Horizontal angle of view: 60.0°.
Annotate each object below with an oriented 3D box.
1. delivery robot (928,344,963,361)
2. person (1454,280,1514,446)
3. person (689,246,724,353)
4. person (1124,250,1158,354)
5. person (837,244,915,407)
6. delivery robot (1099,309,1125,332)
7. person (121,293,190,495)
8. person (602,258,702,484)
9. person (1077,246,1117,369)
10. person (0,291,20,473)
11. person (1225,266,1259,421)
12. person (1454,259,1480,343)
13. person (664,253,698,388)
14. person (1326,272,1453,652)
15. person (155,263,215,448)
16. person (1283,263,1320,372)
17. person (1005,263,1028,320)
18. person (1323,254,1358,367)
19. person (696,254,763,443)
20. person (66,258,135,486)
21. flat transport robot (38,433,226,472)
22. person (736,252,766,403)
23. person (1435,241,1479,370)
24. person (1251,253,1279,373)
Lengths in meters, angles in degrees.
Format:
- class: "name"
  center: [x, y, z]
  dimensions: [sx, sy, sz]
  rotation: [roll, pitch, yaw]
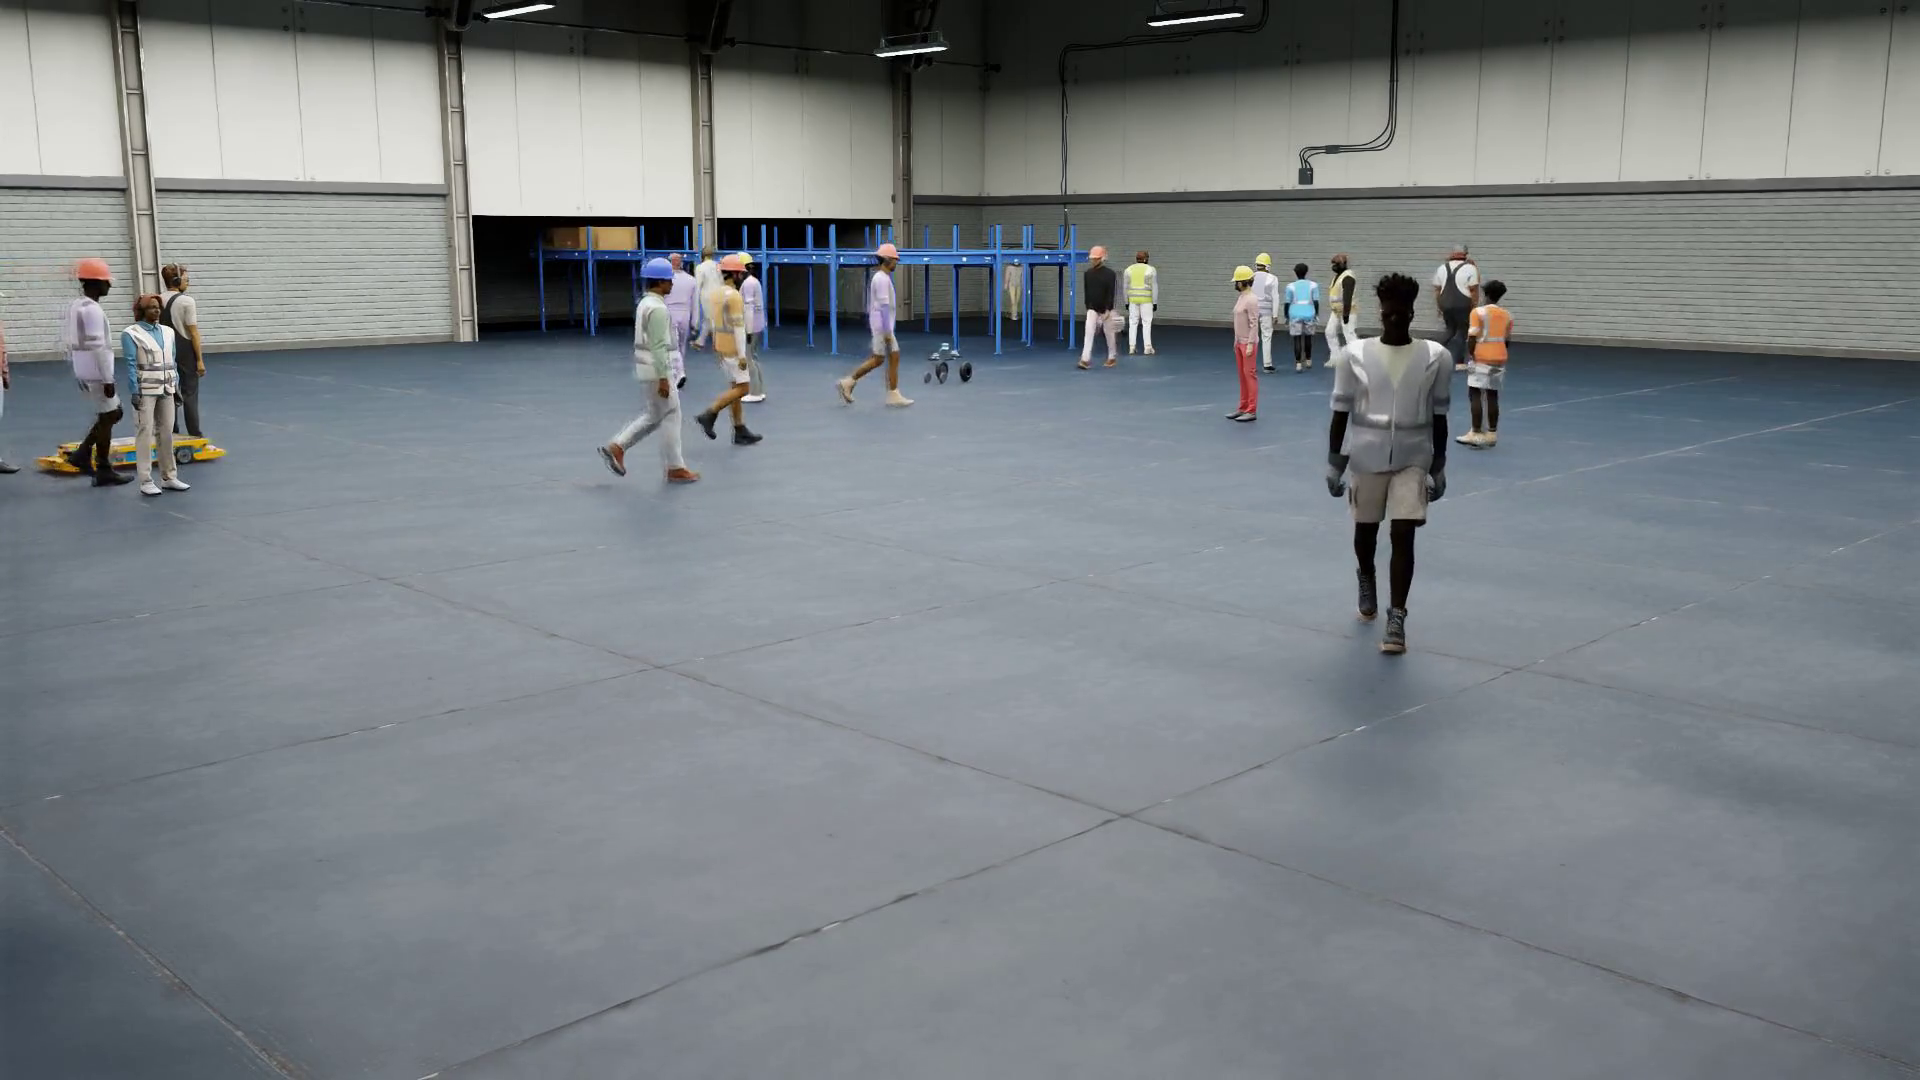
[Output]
- class: "delivery robot"
  center: [-0.209, -2.744, 24.195]
  dimensions: [0.335, 0.223, 0.698]
  rotation: [6, 12, 31]
- class: "person"
  center: [5.314, -1.787, 16.805]
  dimensions: [0.665, 1.659, 0.398]
  rotation: [-5, 11, -24]
- class: "person"
  center: [-4.651, -4.349, 30.121]
  dimensions: [0.958, 1.897, 0.661]
  rotation: [6, 12, 30]
- class: "person"
  center: [3.253, -4.263, 29.822]
  dimensions: [0.629, 1.840, 0.429]
  rotation: [5, 12, 27]
- class: "person"
  center: [-1.040, -2.644, 20.534]
  dimensions: [0.890, 2.011, 0.636]
  rotation: [0, 10, 0]
- class: "delivery robot"
  center: [3.225, -4.662, 35.362]
  dimensions: [0.477, 0.478, 0.707]
  rotation: [-4, 11, -18]
- class: "person"
  center: [-6.633, -1.203, 13.689]
  dimensions: [0.309, 1.639, 0.514]
  rotation: [4, 11, 19]
- class: "person"
  center: [-2.646, -1.440, 14.203]
  dimensions: [0.752, 1.925, 0.615]
  rotation: [-4, 11, -21]
- class: "person"
  center: [2.237, -3.704, 26.520]
  dimensions: [0.611, 1.940, 1.051]
  rotation: [7, 12, 32]
- class: "person"
  center: [-8.559, -1.436, 14.664]
  dimensions: [0.384, 1.755, 0.535]
  rotation: [0, 10, 1]
- class: "person"
  center: [3.251, -2.248, 19.052]
  dimensions: [0.329, 1.763, 0.523]
  rotation: [-1, 10, -8]
- class: "person"
  center: [9.965, -4.681, 32.645]
  dimensions: [0.513, 1.641, 0.307]
  rotation: [-5, 11, -25]
- class: "person"
  center: [-3.980, -3.080, 23.304]
  dimensions: [0.639, 1.874, 0.947]
  rotation: [-6, 12, -30]
- class: "person"
  center: [2.260, -0.447, 8.781]
  dimensions: [0.610, 1.936, 0.941]
  rotation: [3, 11, 13]
- class: "person"
  center: [-7.513, -1.732, 16.019]
  dimensions: [0.506, 1.841, 0.345]
  rotation: [3, 11, 15]
- class: "person"
  center: [5.312, -3.469, 25.946]
  dimensions: [0.553, 1.658, 0.687]
  rotation: [1, 10, 7]
- class: "person"
  center: [1.410, -6.230, 41.197]
  dimensions: [0.520, 1.588, 0.833]
  rotation: [-4, 11, -19]
- class: "person"
  center: [6.061, -3.606, 26.348]
  dimensions: [0.603, 1.808, 0.637]
  rotation: [-1, 10, -7]
- class: "person"
  center: [-2.344, -1.923, 16.823]
  dimensions: [0.650, 1.922, 0.567]
  rotation: [-5, 12, -26]
- class: "person"
  center: [-7.312, -1.423, 14.114]
  dimensions: [0.429, 1.918, 0.563]
  rotation: [-8, 13, -36]
- class: "flat transport robot"
  center: [-7.688, -0.825, 15.472]
  dimensions: [0.652, 0.197, 1.431]
  rotation: [8, 13, 38]
- class: "person"
  center: [-2.704, -2.717, 21.236]
  dimensions: [0.423, 1.906, 0.606]
  rotation: [0, 10, -3]
- class: "person"
  center: [7.882, -3.694, 26.287]
  dimensions: [0.569, 2.000, 0.695]
  rotation: [-9, 13, -39]
- class: "person"
  center: [4.659, -3.513, 25.749]
  dimensions: [0.591, 1.834, 0.404]
  rotation: [7, 12, 33]
